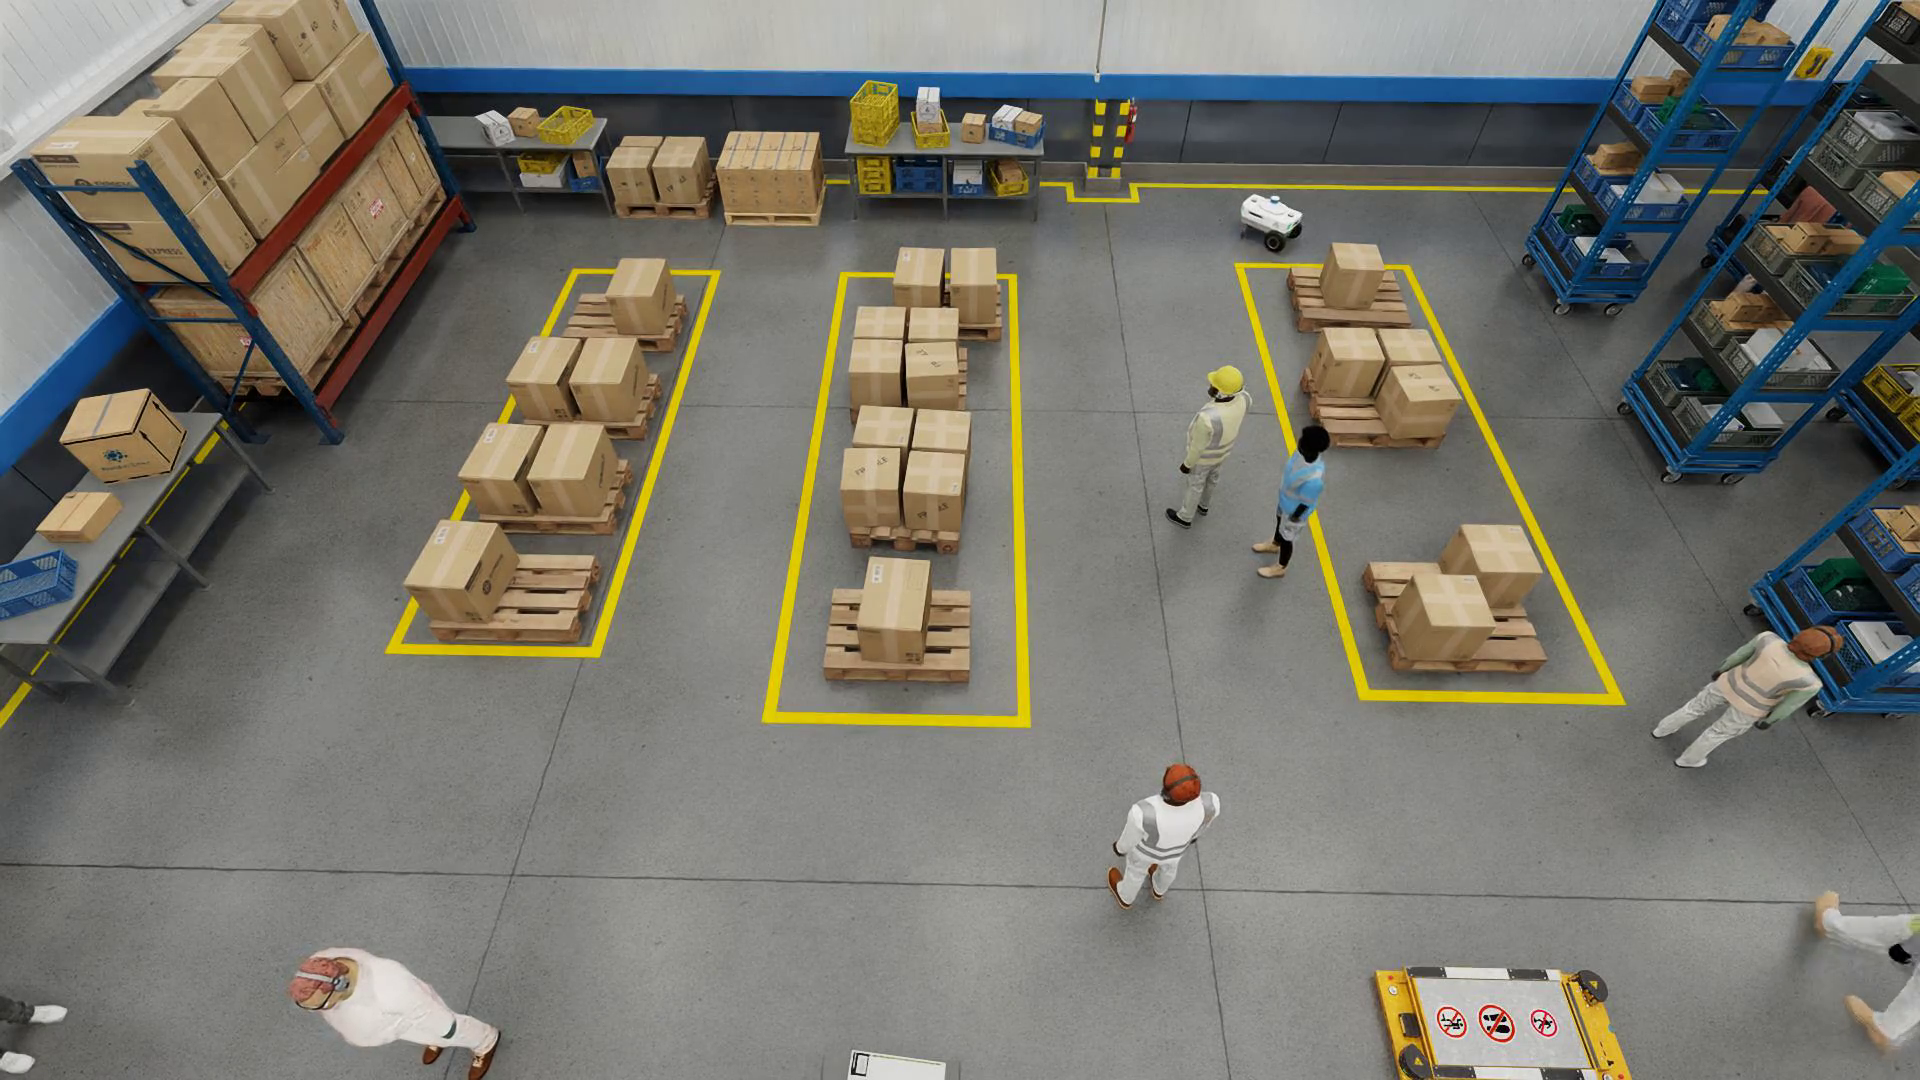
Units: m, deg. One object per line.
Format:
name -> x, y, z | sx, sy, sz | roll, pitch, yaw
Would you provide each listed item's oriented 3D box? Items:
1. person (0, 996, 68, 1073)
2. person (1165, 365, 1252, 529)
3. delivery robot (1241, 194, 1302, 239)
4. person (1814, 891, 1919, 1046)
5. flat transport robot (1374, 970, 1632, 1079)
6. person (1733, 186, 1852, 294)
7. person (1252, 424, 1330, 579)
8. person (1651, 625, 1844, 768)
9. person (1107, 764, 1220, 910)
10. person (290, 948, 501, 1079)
person -> -6.108, 2.688, 5.232 | 0.407, 1.907, 0.597 | 2, 51, 1
person -> 2.198, -0.820, 8.133 | 0.592, 1.837, 0.404 | -32, 58, -23
delivery robot -> 3.919, -4.103, 11.573 | 0.707, 0.478, 0.477 | 35, 59, 25
person -> 6.027, 2.387, 5.560 | 0.688, 1.771, 0.973 | 8, 51, 7
flat transport robot -> 3.501, 3.133, 5.914 | 1.431, 0.197, 0.652 | 1, 51, 1
person -> 9.078, -3.162, 9.953 | 0.412, 1.982, 0.620 | -19, 53, -15
person -> 2.851, -0.332, 7.830 | 0.321, 1.689, 0.545 | 3, 51, 2
person -> 5.701, 1.138, 6.670 | 0.317, 1.631, 0.516 | -11, 52, -9
person -> 1.273, 1.913, 5.875 | 0.580, 1.884, 0.352 | -10, 51, -8
person -> -3.199, 2.710, 5.221 | 0.648, 1.900, 0.400 | 13, 52, 10
